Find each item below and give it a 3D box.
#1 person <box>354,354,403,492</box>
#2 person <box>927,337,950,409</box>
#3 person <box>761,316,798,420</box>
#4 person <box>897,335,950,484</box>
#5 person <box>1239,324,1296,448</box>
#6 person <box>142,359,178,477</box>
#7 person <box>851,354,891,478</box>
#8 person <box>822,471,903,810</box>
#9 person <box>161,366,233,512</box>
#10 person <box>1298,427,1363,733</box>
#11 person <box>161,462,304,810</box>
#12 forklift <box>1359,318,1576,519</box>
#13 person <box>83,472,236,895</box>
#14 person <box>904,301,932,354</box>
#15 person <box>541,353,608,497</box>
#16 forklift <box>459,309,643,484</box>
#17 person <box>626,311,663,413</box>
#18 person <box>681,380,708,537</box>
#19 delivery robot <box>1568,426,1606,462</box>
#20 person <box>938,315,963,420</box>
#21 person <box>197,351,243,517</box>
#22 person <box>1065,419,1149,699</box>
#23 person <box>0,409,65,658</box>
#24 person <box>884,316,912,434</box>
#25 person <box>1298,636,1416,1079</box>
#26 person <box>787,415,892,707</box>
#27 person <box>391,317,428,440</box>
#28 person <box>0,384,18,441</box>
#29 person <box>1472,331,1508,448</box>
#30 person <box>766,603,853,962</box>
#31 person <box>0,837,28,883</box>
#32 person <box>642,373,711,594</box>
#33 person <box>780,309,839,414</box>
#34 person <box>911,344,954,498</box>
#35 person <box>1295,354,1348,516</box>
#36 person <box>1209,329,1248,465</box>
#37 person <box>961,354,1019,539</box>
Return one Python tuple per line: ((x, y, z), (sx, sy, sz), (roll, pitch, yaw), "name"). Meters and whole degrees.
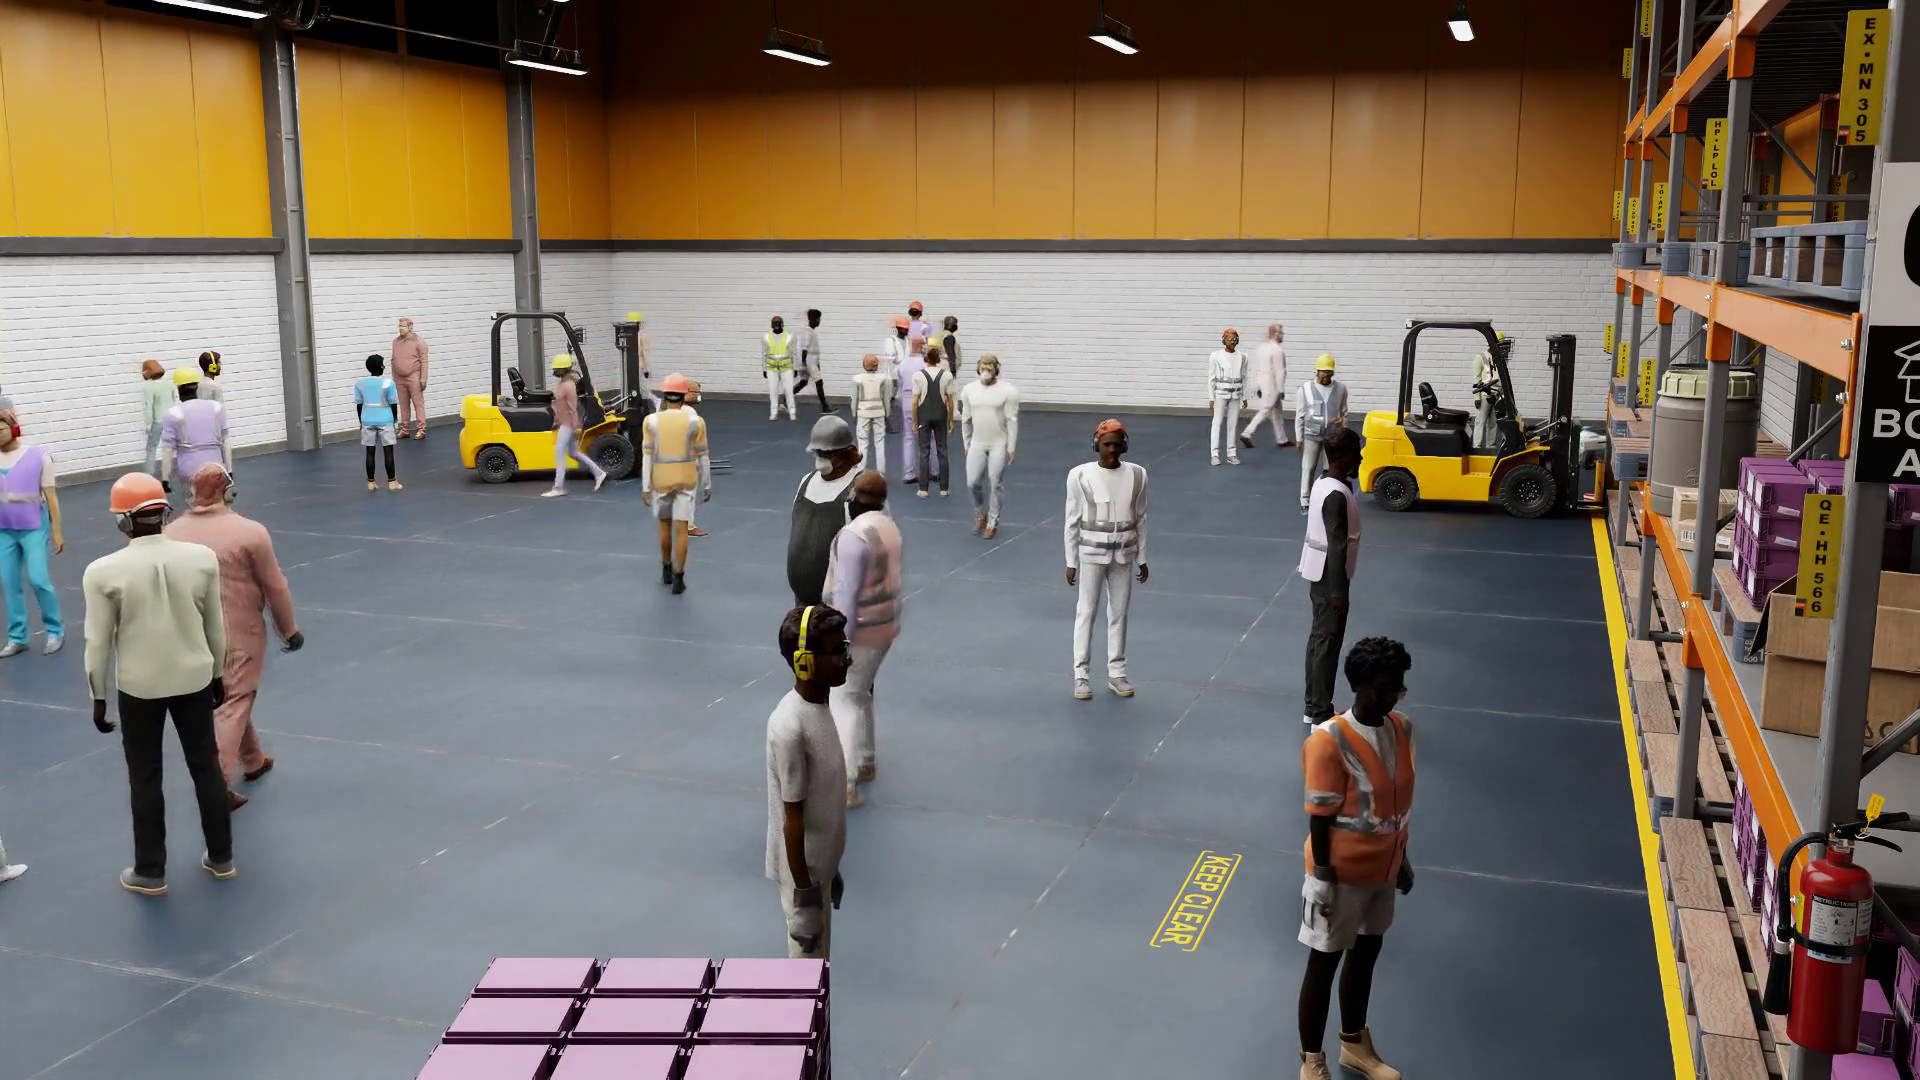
((-7.164, -1.438, 20.475), (0.536, 1.699, 0.322), (1, 10, 3), "person")
((-0.396, -2.030, 23.716), (0.525, 1.737, 0.794), (0, 10, -2), "person")
((-3.123, -2.969, 28.770), (0.637, 1.824, 0.432), (0, 10, -1), "person")
((-0.437, -1.668, 21.228), (0.665, 1.883, 0.700), (9, 14, 42), "person")
((4.612, -2.299, 24.867), (0.946, 1.872, 0.657), (-2, 10, -12), "person")
((-10.148, -1.481, 21.049), (0.469, 1.598, 0.668), (3, 11, 17), "person")
((-1.150, -1.586, 21.505), (0.513, 1.635, 0.312), (-2, 10, -11), "person")
((-0.551, 0.526, 9.166), (0.433, 1.798, 0.691), (3, 10, 14), "person")
((-7.120, -0.665, 15.518), (0.411, 1.918, 0.619), (9, 13, 40), "person")
((2.309, 0.253, 10.340), (0.393, 1.920, 0.591), (1, 10, 4), "person")
((-3.999, 0.507, 9.099), (0.650, 1.863, 0.928), (2, 10, 11), "person")
((5.787, -1.437, 19.079), (2.313, 2.155, 1.214), (3, 11, 19), "forklift")
((-3.786, 0.667, 7.859), (0.629, 1.981, 0.431), (-9, 13, -41), "person")
((-0.788, -3.234, 29.626), (0.615, 2.040, 0.391), (1, 10, 6), "person")
((-4.697, -1.404, 20.184), (0.802, 1.736, 0.529), (-4, 11, -24), "person")
((-5.354, -1.902, 21.697), (2.313, 2.155, 1.214), (-2, 10, -13), "forklift")
((-5.569, -3.053, 29.020), (0.772, 1.896, 0.600), (-8, 13, -37), "person")
((-2.818, -0.853, 17.371), (0.282, 1.631, 0.504), (-5, 11, -24), "person")
((8.536, -1.306, 22.696), (0.707, 0.478, 0.477), (-8, 13, -37), "delivery robot")
((-0.222, -2.953, 28.647), (0.673, 1.826, 0.639), (-1, 10, -6), "person")
((-8.245, -1.147, 18.366), (0.534, 1.868, 0.309), (6, 12, 31), "person")
((0.983, 0.127, 11.147), (0.584, 1.882, 0.337), (-3, 10, -14), "person")
((-6.959, -0.054, 12.306), (0.617, 1.835, 0.461), (0, 10, 3), "person")
((-0.905, -2.610, 26.544), (0.570, 1.892, 0.957), (-9, 14, -42), "person")
((1.406, 1.159, 5.872), (0.530, 1.692, 0.321), (-8, 13, -38), "person")
((-0.776, 0.263, 9.938), (0.678, 2.000, 0.537), (7, 13, 36), "person")
((-8.603, -2.510, 25.931), (0.637, 1.911, 0.403), (4, 11, 19), "person")
((-10.848, -1.054, 18.594), (0.589, 1.617, 0.342), (-2, 10, -11), "person")
((7.490, -2.027, 23.447), (0.586, 1.823, 0.403), (-5, 11, -26), "person")
((-0.476, 1.127, 5.551), (0.329, 1.873, 0.512), (0, 10, 2), "person")
((-4.724, 0.910, 7.549), (0.526, 1.601, 0.842), (3, 10, 14), "person")
((-2.494, -0.519, 14.718), (0.579, 1.903, 0.872), (-1, 10, -4), "person")
((-2.748, -3.204, 29.862), (1.042, 1.917, 0.615), (0, 10, -1), "person")
((-0.332, -1.423, 19.983), (0.519, 1.844, 0.331), (-2, 10, -9), "person")
((4.048, -1.172, 18.634), (0.589, 1.824, 0.403), (0, 10, 0), "person")
((3.707, -1.973, 22.977), (0.575, 1.882, 0.359), (-3, 10, -14), "person")
((0.298, -0.960, 17.161), (0.631, 1.919, 0.432), (3, 10, 15), "person")
